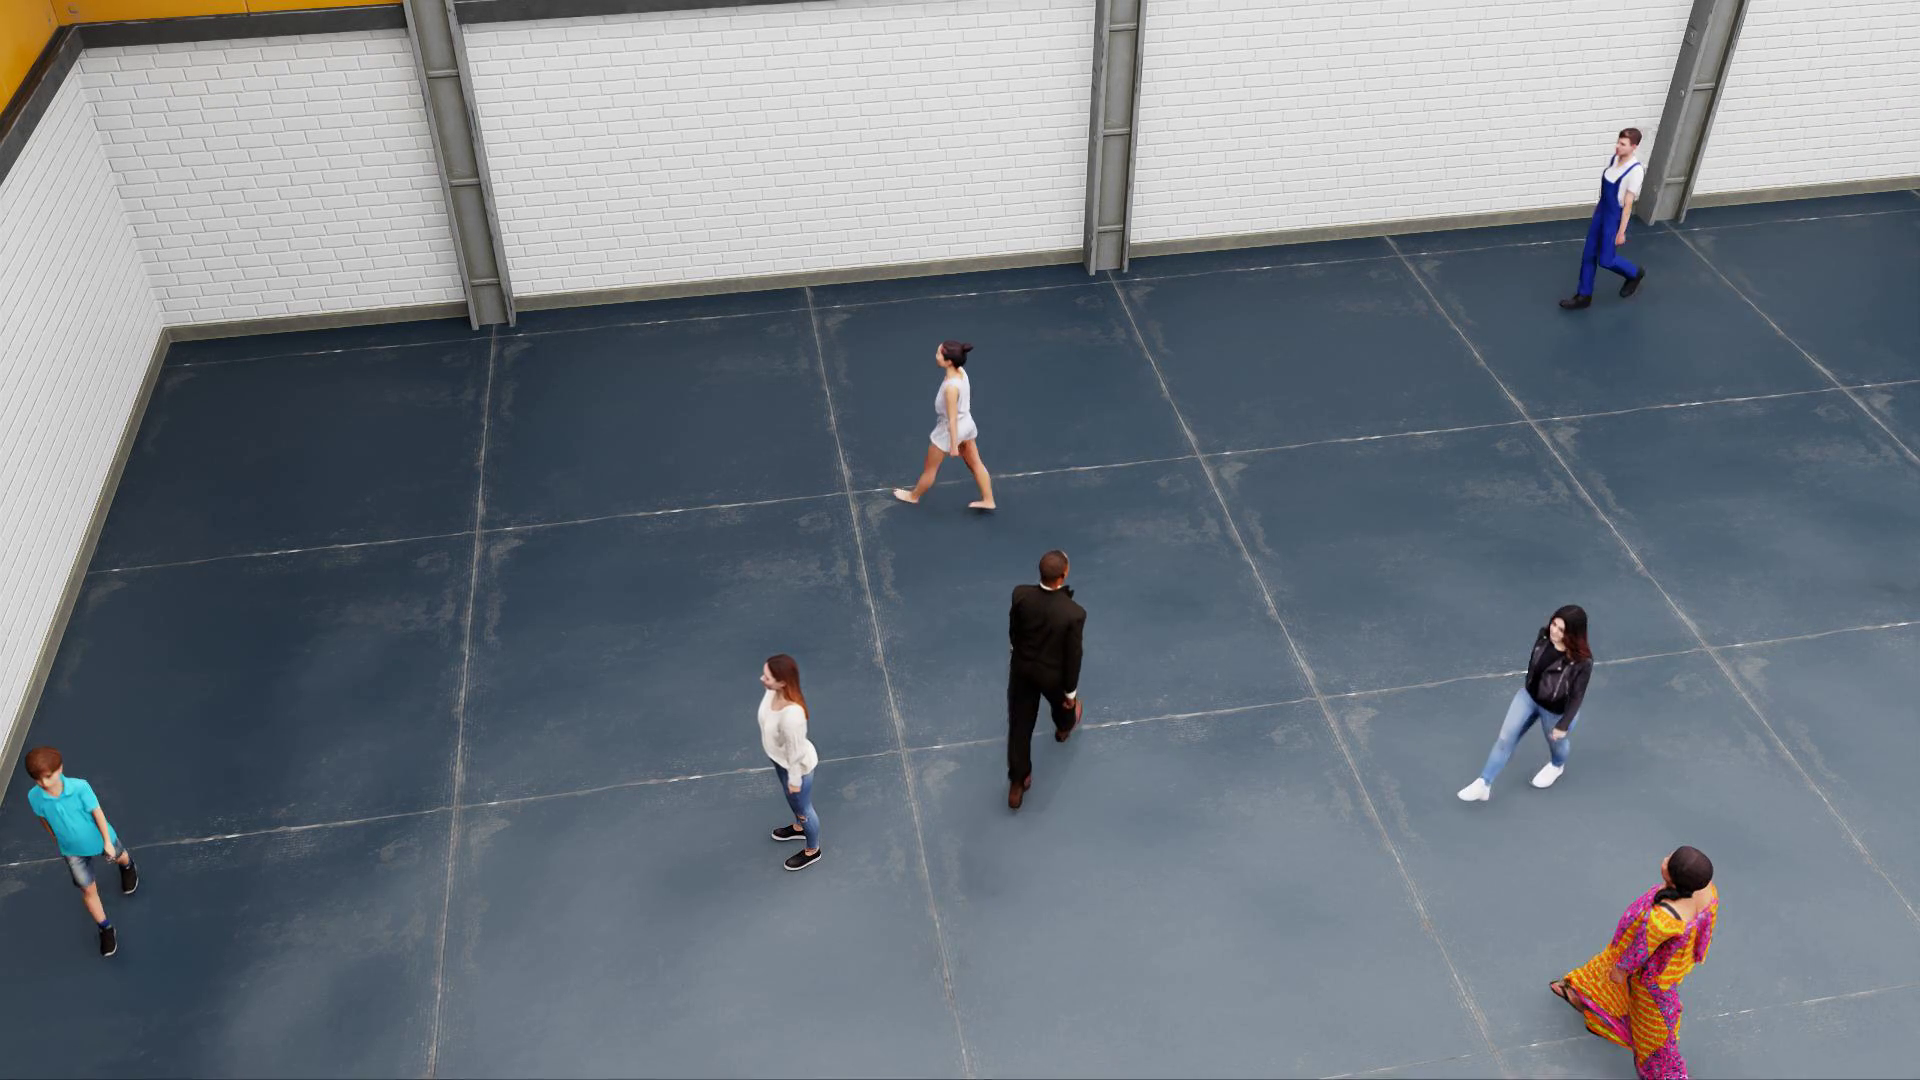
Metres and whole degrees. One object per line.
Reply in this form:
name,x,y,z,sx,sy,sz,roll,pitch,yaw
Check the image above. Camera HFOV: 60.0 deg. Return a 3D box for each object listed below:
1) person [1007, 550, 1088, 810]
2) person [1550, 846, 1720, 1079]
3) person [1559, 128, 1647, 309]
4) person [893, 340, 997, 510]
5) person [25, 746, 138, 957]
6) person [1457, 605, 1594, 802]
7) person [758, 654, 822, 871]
person,0.486,0.901,10.637,1.314,1.856,1.211,14,41,17
person,3.823,2.298,9.034,1.174,1.674,1.109,-29,47,-32
person,6.157,-2.995,15.535,1.004,1.831,0.634,-8,39,-10
person,0.030,-0.847,13.060,1.143,1.563,0.867,8,39,10
person,-5.221,1.725,9.957,0.933,1.417,0.679,-12,40,-14
person,3.827,1.046,10.666,1.175,1.594,0.900,-20,43,-24
person,-1.034,1.349,10.208,0.590,1.691,0.652,-12,40,-14
